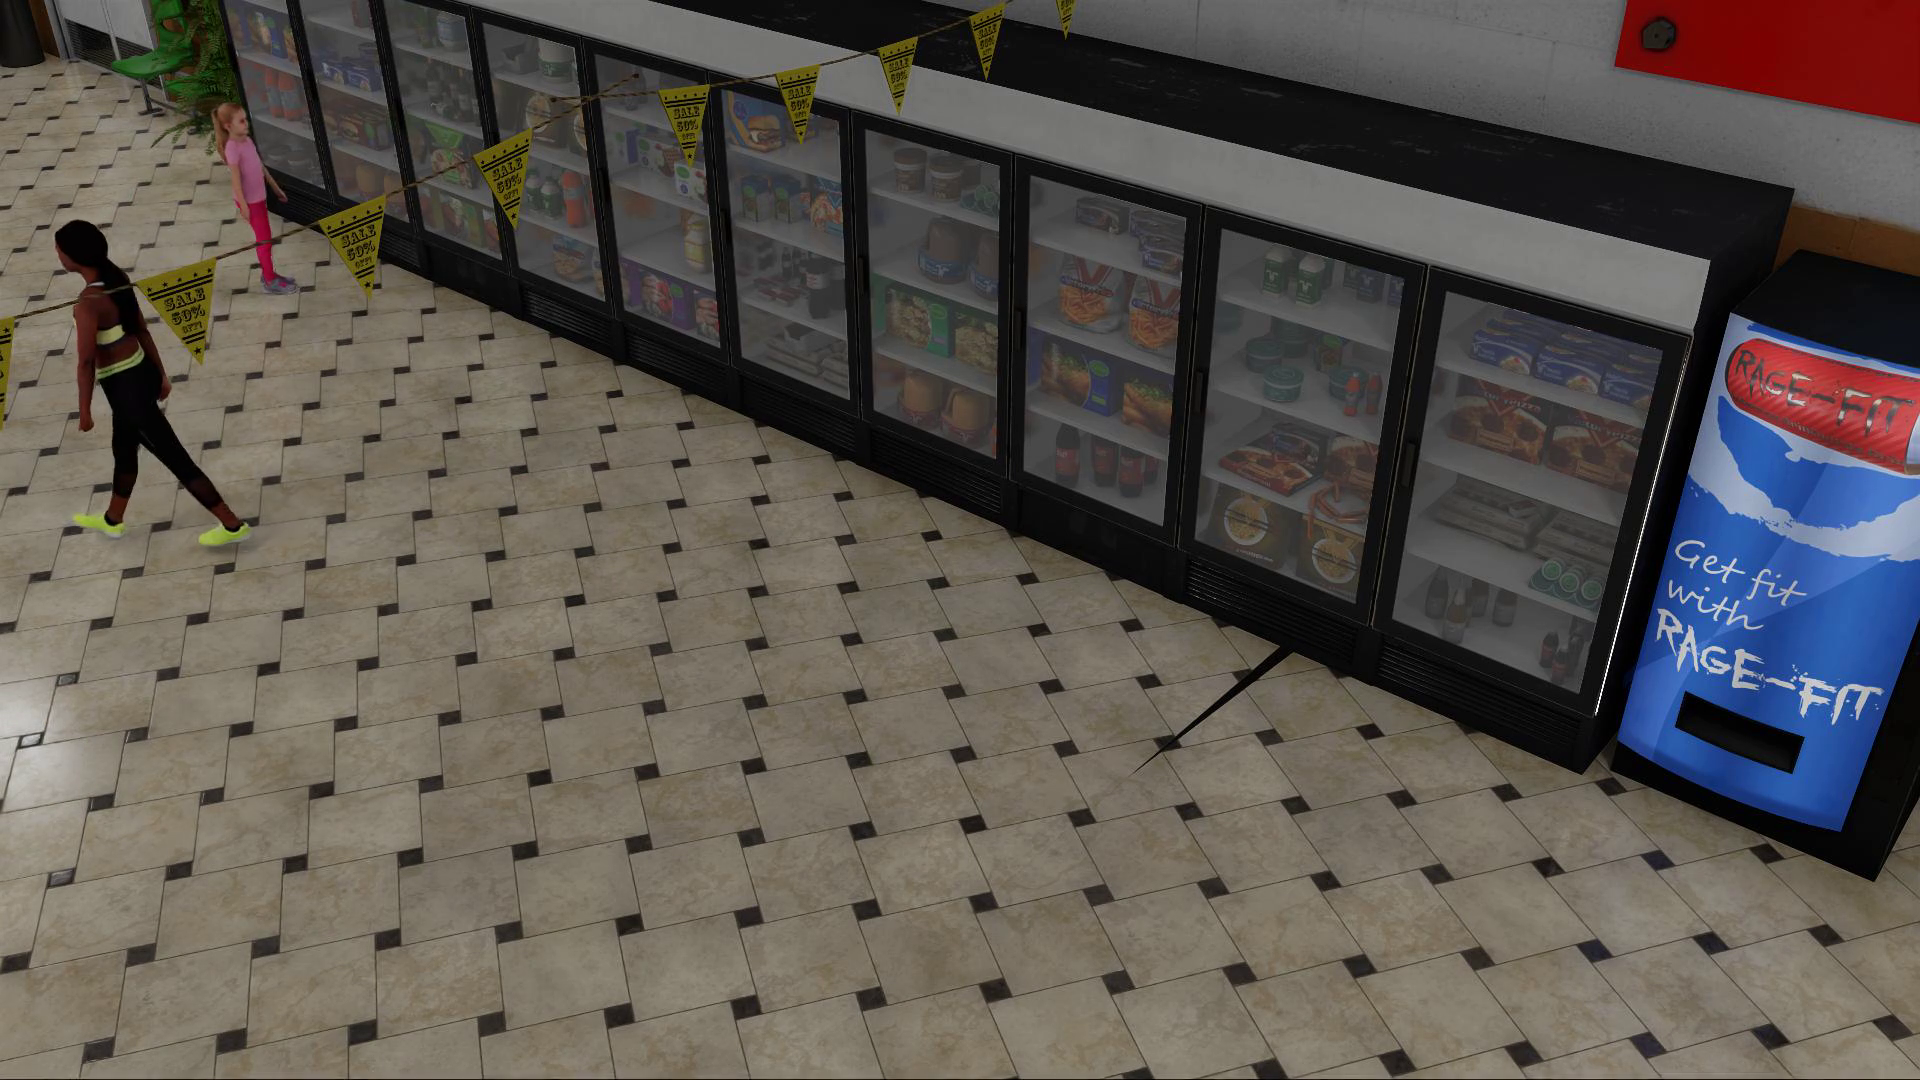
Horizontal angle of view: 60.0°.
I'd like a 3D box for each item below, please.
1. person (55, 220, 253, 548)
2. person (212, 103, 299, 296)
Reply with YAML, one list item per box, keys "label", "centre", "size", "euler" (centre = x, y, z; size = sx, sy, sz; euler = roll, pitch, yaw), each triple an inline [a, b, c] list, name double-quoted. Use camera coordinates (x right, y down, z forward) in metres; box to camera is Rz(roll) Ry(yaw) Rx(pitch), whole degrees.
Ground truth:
- label: "person"
  centre: [-3.877, -0.673, 7.989]
  size: [1.106, 1.700, 1.139]
  euler: [1, 32, 2]
- label: "person"
  centre: [-4.699, -2.256, 10.943]
  size: [0.692, 1.266, 0.632]
  euler: [-1, 32, -2]
